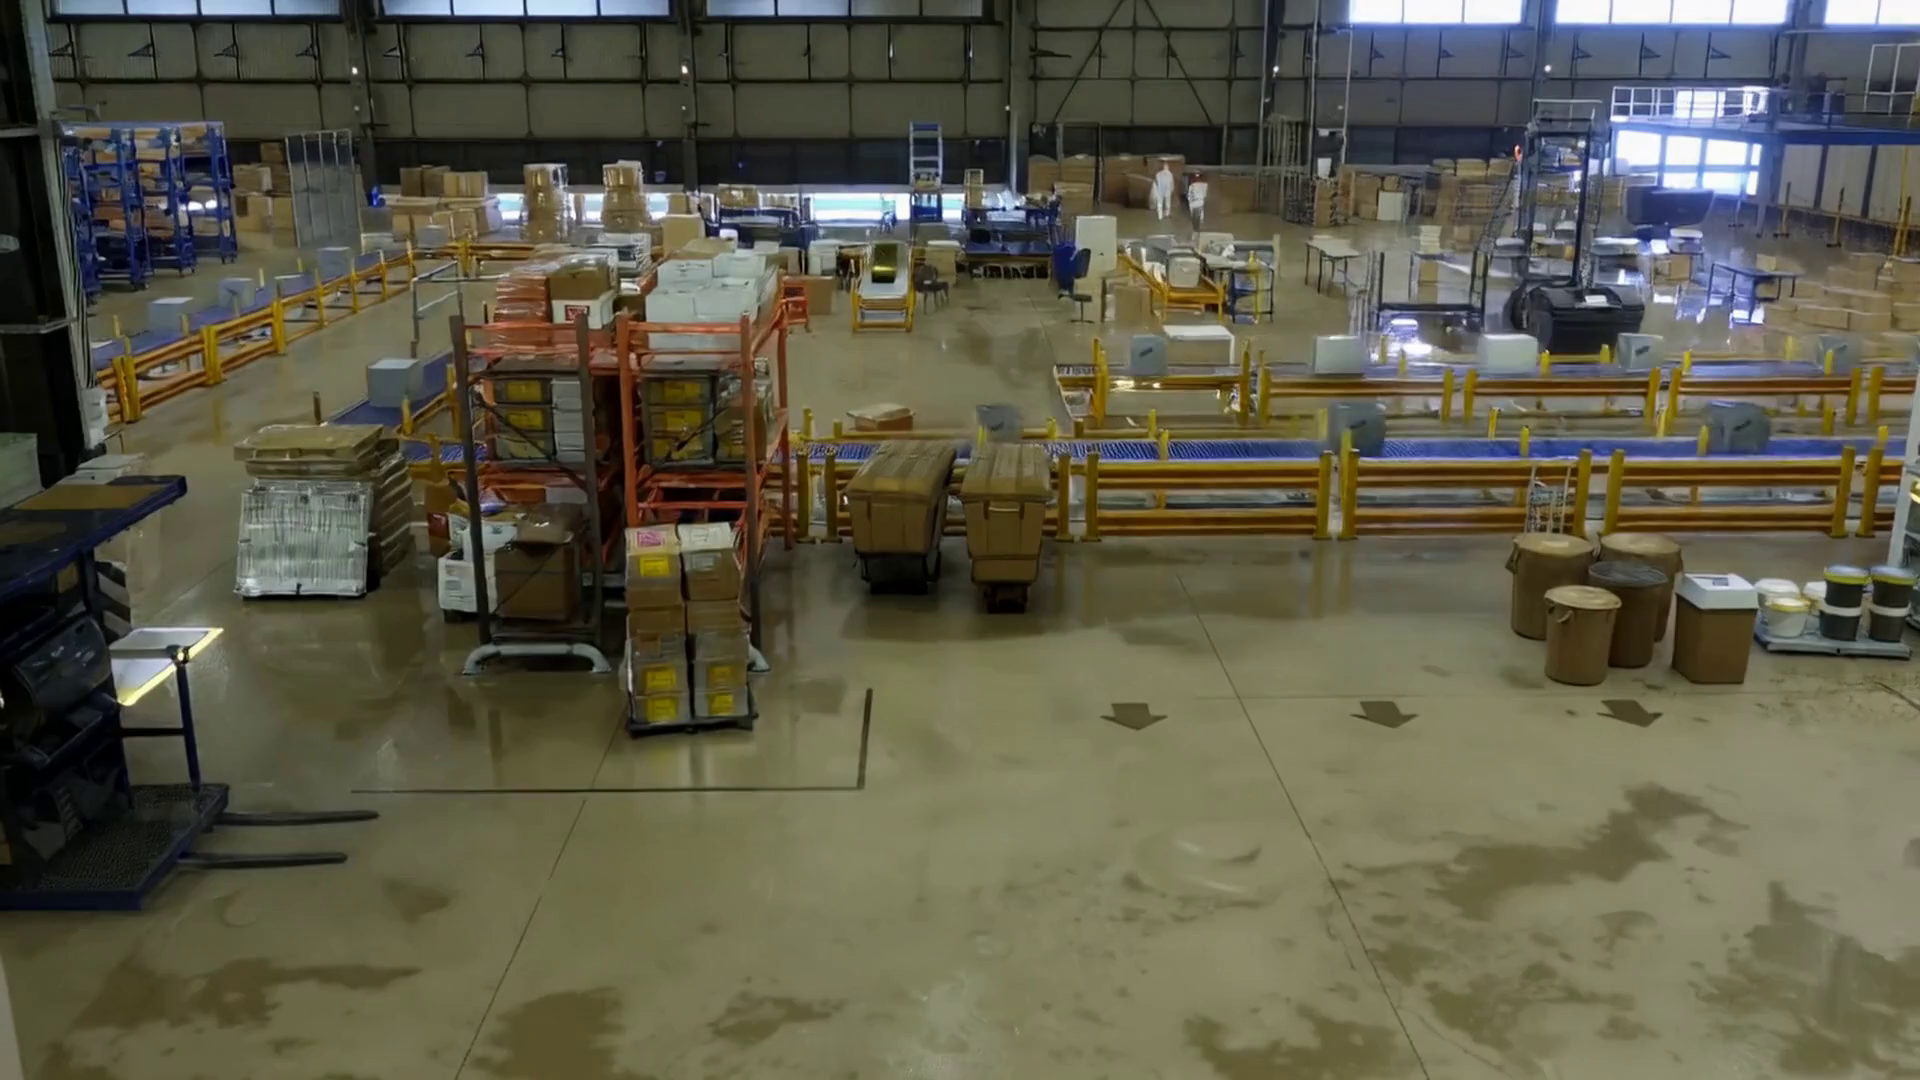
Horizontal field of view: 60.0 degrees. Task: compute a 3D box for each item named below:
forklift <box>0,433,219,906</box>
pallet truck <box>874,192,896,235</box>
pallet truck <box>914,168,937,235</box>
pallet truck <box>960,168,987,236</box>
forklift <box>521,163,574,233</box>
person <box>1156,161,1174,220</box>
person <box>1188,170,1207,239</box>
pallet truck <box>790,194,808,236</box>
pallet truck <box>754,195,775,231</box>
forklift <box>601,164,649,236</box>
[{"bbox_3d":[-5.952,0.780,10.366,1.873,2.768,1.129,0,16,-1],"label":"forklift"},{"bbox_3d":[-2.277,-9.986,50.594,0.653,1.274,1.630,0,16,-1],"label":"pallet truck"},{"bbox_3d":[-0.989,-10.316,50.507,0.823,1.965,1.885,1,16,3],"label":"pallet truck"},{"bbox_3d":[0.383,-10.230,50.206,0.823,1.965,1.885,-1,16,-3],"label":"pallet truck"},{"bbox_3d":[-12.233,-10.122,49.298,1.157,1.987,2.680,0,16,-1],"label":"forklift"},{"bbox_3d":[6.768,-11.491,54.759,0.643,1.905,0.399,14,21,40],"label":"person"},{"bbox_3d":[6.941,-9.750,48.493,0.621,2.024,0.644,-6,17,-20],"label":"person"},{"bbox_3d":[-4.814,-9.883,50.259,0.704,1.261,1.522,-1,16,-3],"label":"pallet truck"},{"bbox_3d":[-6.051,-9.967,50.660,0.680,1.201,1.601,0,16,-1],"label":"pallet truck"},{"bbox_3d":[-9.948,-10.127,49.296,1.157,1.987,2.680,-1,16,-3],"label":"forklift"}]
